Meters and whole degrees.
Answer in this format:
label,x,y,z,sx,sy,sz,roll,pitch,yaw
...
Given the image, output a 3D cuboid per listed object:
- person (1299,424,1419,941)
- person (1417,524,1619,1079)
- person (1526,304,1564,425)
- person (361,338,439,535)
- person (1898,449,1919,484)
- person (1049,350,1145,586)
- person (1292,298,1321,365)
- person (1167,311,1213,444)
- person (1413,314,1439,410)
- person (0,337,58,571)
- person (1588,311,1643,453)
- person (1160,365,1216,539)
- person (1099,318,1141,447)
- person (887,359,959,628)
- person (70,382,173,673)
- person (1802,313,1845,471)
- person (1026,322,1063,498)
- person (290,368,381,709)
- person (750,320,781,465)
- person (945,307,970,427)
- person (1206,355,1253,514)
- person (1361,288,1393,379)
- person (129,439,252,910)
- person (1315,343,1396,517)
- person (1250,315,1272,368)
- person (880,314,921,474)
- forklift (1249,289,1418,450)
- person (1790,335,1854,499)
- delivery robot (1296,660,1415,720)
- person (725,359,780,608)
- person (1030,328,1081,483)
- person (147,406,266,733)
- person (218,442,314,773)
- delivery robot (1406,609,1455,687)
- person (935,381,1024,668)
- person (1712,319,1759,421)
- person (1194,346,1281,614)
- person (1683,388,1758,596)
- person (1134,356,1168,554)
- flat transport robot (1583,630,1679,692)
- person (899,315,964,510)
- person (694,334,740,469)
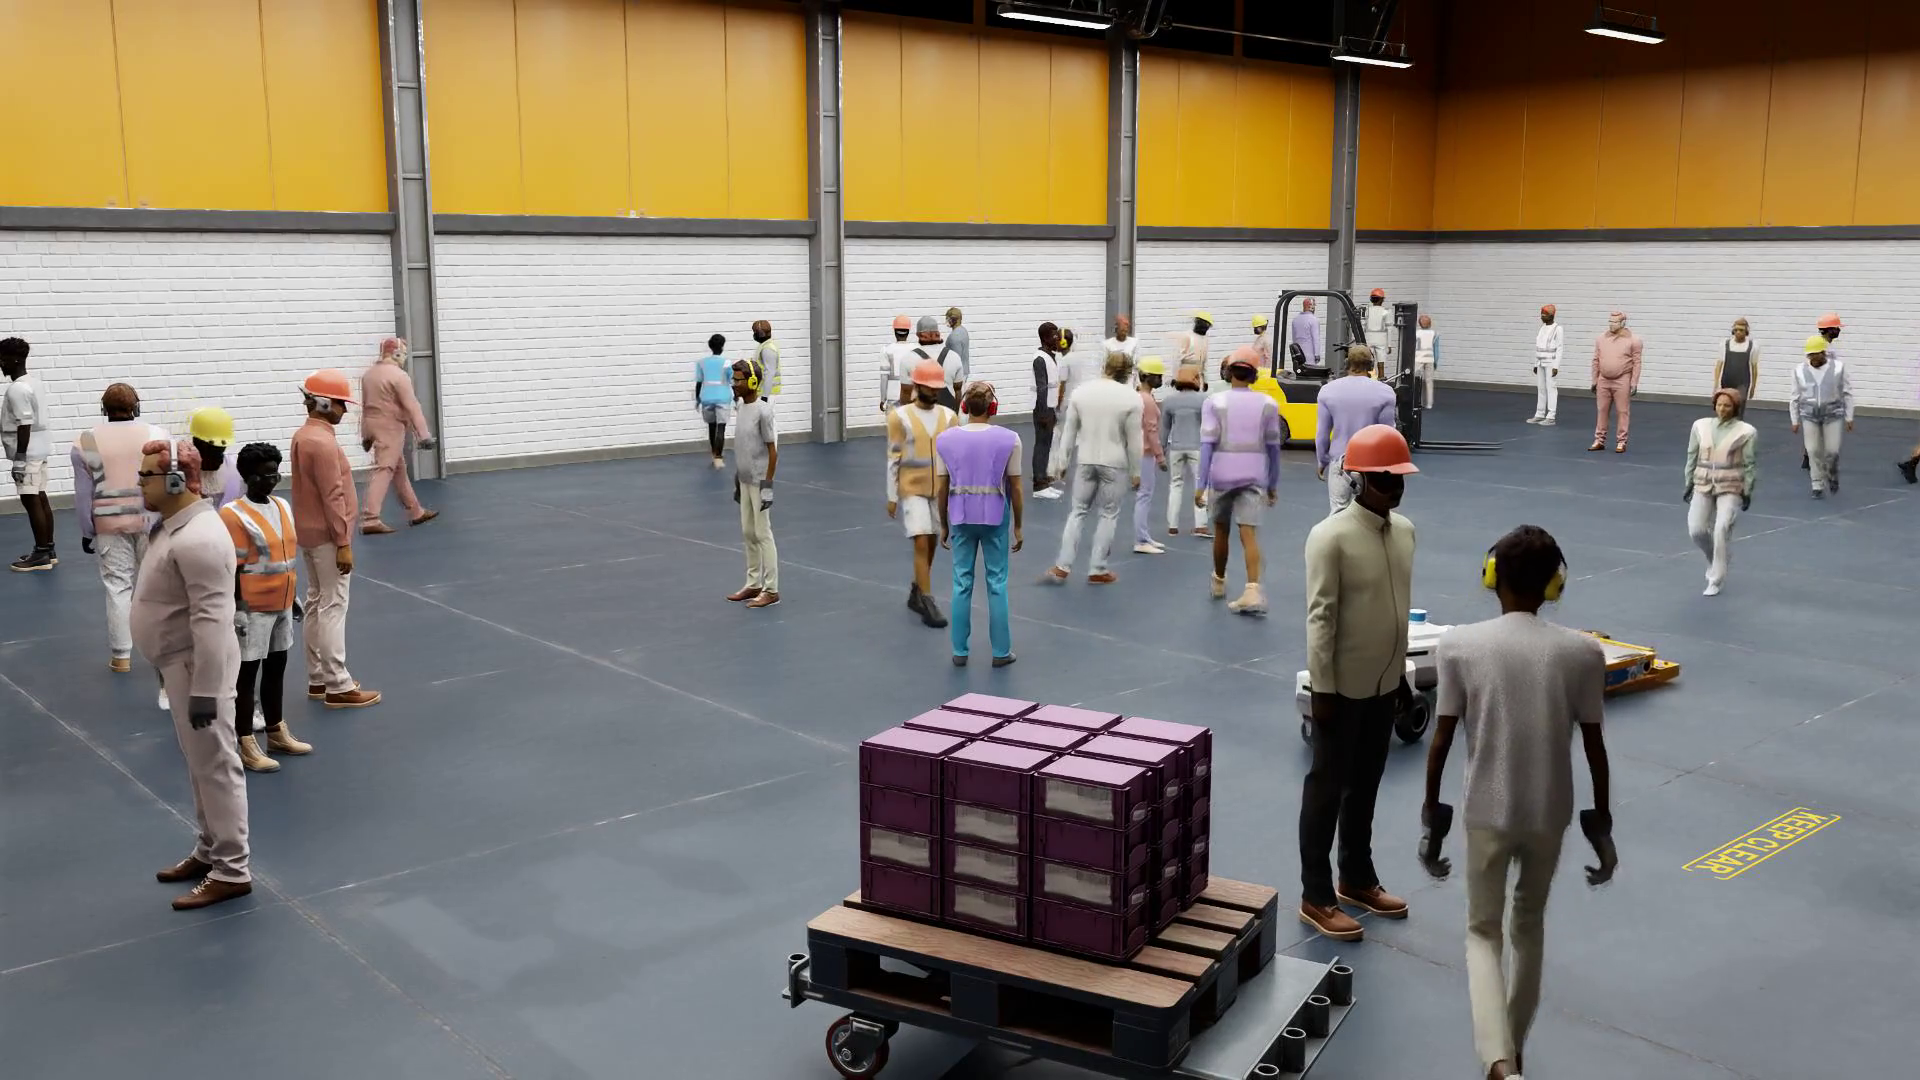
label,x,y,z,sx,sy,sz,roll,pitch,yaw
person,1.579,0.540,6.509,0.611,1.996,0.387,-8,13,-40
person,1.703,0.877,5.055,0.599,1.825,0.817,1,10,9
person,9.180,-2.738,26.023,0.355,1.887,0.574,-3,10,-16
person,-5.418,-1.005,15.983,0.926,1.852,0.680,-9,14,-44
person,11.312,-1.549,19.018,0.854,1.912,0.556,2,10,12
person,1.115,-0.572,13.325,0.730,1.895,0.467,5,11,25
person,6.103,-3.284,29.164,0.409,1.908,0.639,-6,11,-30
person,3.218,-2.275,23.363,0.747,1.879,0.386,-9,13,-42
person,7.956,-3.045,28.541,0.521,1.638,0.311,-1,10,-5
person,-7.867,-0.727,14.011,0.361,1.963,0.616,-3,10,-16
person,8.805,-2.126,22.386,0.644,1.905,0.400,9,13,43
person,2.132,-0.817,15.545,0.651,1.617,0.449,5,11,29
person,2.235,-2.211,23.285,0.591,1.787,1.153,0,10,1
person,-0.229,-0.357,12.046,0.564,1.903,0.819,-5,11,-26
person,-5.269,-0.079,10.585,0.621,1.845,0.429,-5,11,-26
person,10.633,-1.819,20.480,0.352,1.942,0.546,2,10,13
person,0.932,-1.421,18.222,0.392,1.917,0.593,2,10,10
person,-3.694,-0.010,9.759,0.393,1.985,0.611,-7,12,-36
person,-2.468,-1.853,20.993,0.429,1.837,0.621,-1,10,-6
person,-0.052,-2.263,23.098,0.373,1.937,0.629,2,10,10
person,2.768,-1.081,17.057,0.282,1.633,0.499,-9,13,-42
person,7.738,-3.663,30.987,0.611,2.040,0.393,4,10,22
person,-3.147,0.538,6.783,0.401,1.910,0.641,-6,11,-30
person,3.202,-0.622,13.481,0.638,1.937,0.356,4,10,22
person,4.496,-2.492,24.960,0.323,1.761,0.523,-2,10,-13
person,-0.702,-1.737,20.012,0.553,1.935,0.363,-2,10,-13
forklift,5.034,-2.339,22.783,2.313,2.155,1.214,3,10,16
person,9.374,-1.336,18.116,0.646,1.789,0.579,6,12,33
delivery robot,2.144,0.786,9.008,0.707,0.478,0.477,-8,13,-40
person,-1.562,-0.424,12.522,0.319,1.870,0.521,-7,12,-34
person,1.315,-1.533,19.187,0.949,1.824,0.527,2,10,13
person,-4.317,0.131,9.441,0.609,1.829,1.153,-9,13,-43
person,-3.597,0.335,8.591,0.321,1.694,0.529,2,10,13
delivery robot,2.678,0.653,9.788,0.707,0.478,0.477,-4,10,-20
person,0.123,-0.092,10.645,0.567,1.847,0.389,2,10,9
person,10.390,-2.054,22.297,0.508,1.795,0.984,6,12,32
person,2.080,-0.454,12.453,0.675,1.976,1.040,-1,10,-4
person,5.959,-0.389,13.023,0.504,1.623,0.530,-9,13,-43
person,1.675,-0.751,14.769,0.338,1.765,0.540,0,10,2
flat transport robot,3.687,0.779,10.153,1.431,0.197,0.652,-7,12,-34
person,-0.332,-1.309,17.206,0.678,2.000,0.537,-3,10,-19
person,-3.007,-1.742,20.833,0.545,1.659,0.780,2,10,10
